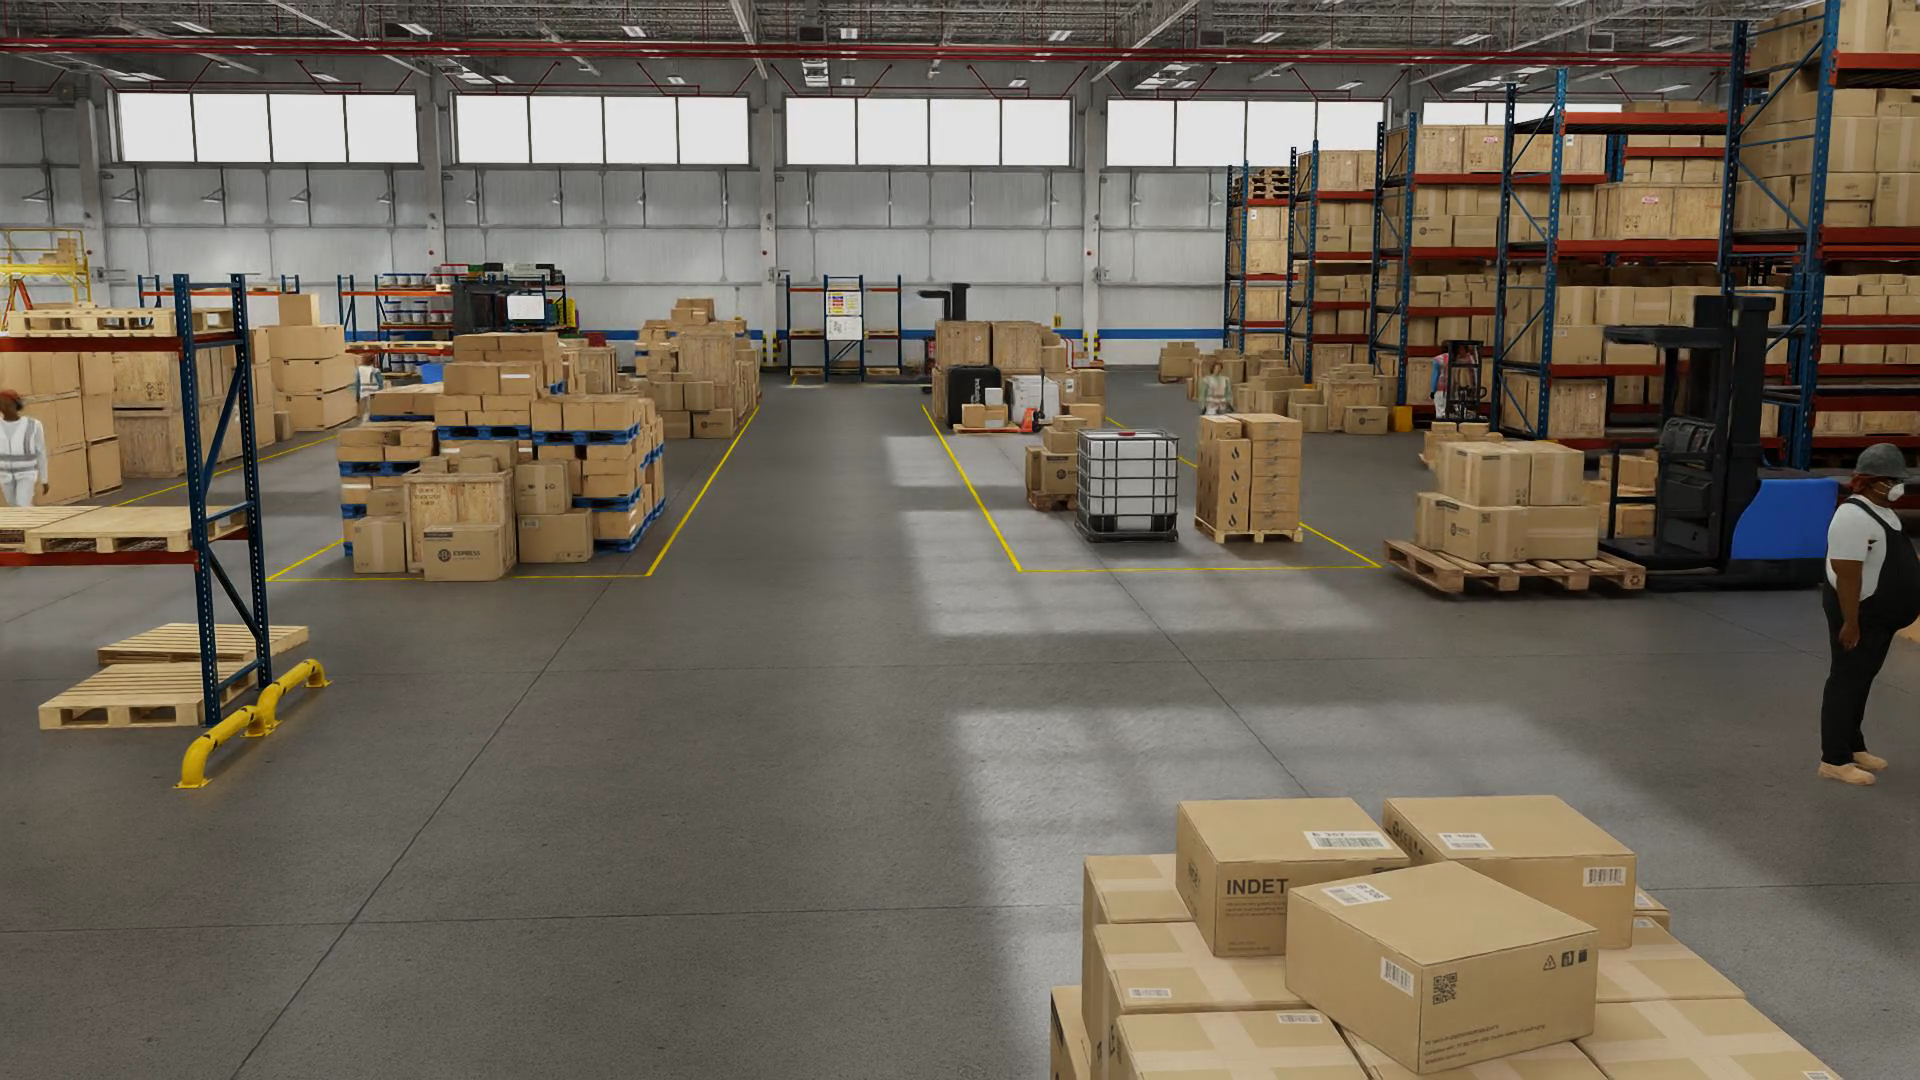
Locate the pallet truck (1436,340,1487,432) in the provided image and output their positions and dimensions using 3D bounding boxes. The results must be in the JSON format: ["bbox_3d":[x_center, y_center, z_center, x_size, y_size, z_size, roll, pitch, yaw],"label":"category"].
[{"bbox_3d":[8.004,-2.170,26.422,0.823,1.965,1.885,2,9,14],"label":"pallet truck"}]

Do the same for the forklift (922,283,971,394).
[{"bbox_3d":[0.000,-5.112,42.129,1.873,2.768,1.129,-1,9,-4],"label":"forklift"}]

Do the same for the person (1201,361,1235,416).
[{"bbox_3d":[4.284,-2.193,27.815,0.523,1.594,0.855,-3,9,-16],"label":"person"}]

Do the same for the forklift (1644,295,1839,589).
[{"bbox_3d":[7.460,-0.987,16.227,1.873,2.768,1.129,-1,9,-4],"label":"forklift"}]

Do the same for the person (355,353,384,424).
[{"bbox_3d":[-10.932,-2.663,30.786,0.524,1.595,0.877,3,9,16],"label":"person"}]

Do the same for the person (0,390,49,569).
[{"bbox_3d":[-9.912,-0.662,17.466,0.593,1.841,0.991,-2,9,-11],"label":"person"}]

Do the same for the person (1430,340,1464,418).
[{"bbox_3d":[8.941,-2.767,30.654,0.626,1.847,0.429,-3,10,-19],"label":"person"}]

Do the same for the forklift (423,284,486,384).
[{"bbox_3d":[-10.748,-4.215,36.494,1.873,2.768,1.129,2,9,13],"label":"forklift"}]

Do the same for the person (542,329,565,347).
[{"bbox_3d":[-8.556,-3.484,34.970,0.686,1.905,0.437,-5,10,-26],"label":"person"}]

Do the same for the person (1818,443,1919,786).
[{"bbox_3d":[5.471,0.429,9.967,0.536,2.000,0.688,8,12,40],"label":"person"}]
